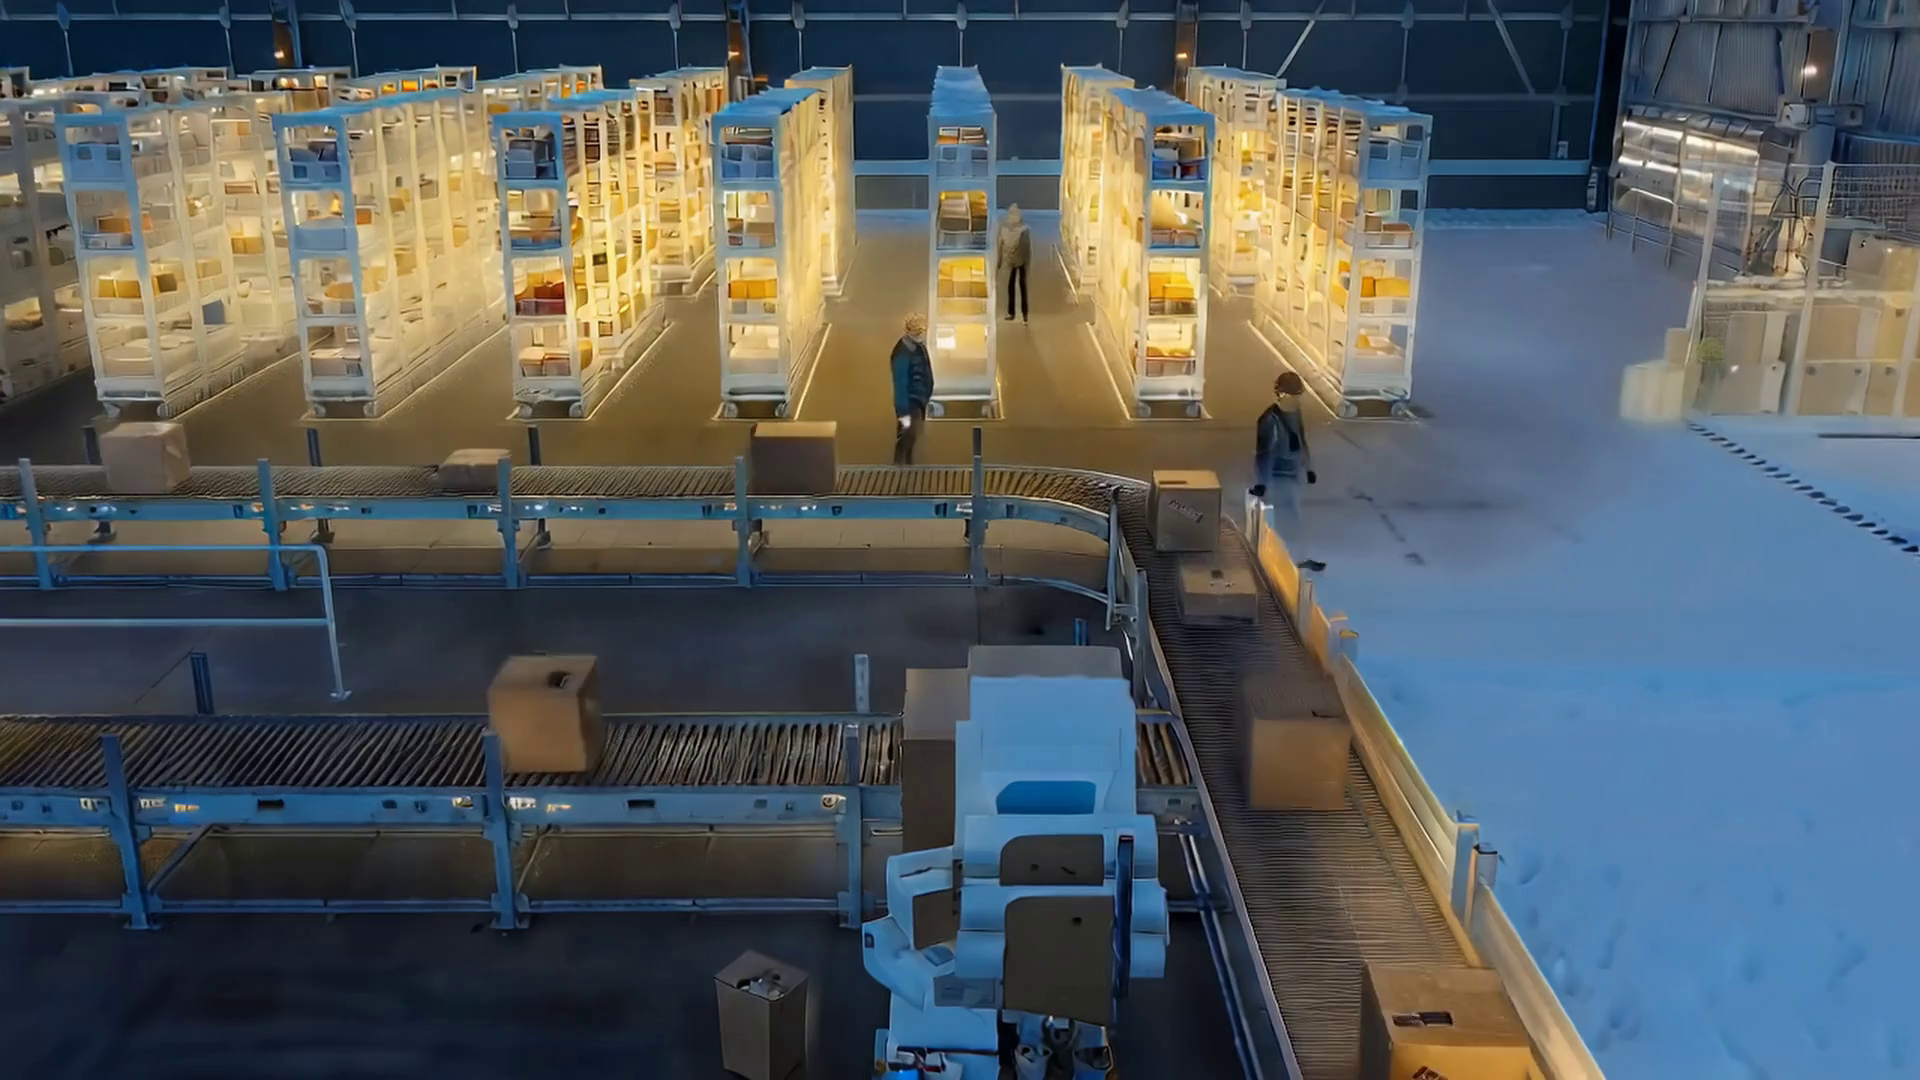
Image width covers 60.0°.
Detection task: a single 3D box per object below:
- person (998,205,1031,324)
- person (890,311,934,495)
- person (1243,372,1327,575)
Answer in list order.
[{"bbox_3d":[0.850,-4.309,25.955,0.569,1.831,0.411,12,21,32],"label":"person"},{"bbox_3d":[-0.459,-1.352,16.720,0.399,1.909,0.642,5,19,15],"label":"person"},{"bbox_3d":[2.840,-0.606,14.640,0.937,1.786,0.595,12,21,32],"label":"person"}]
